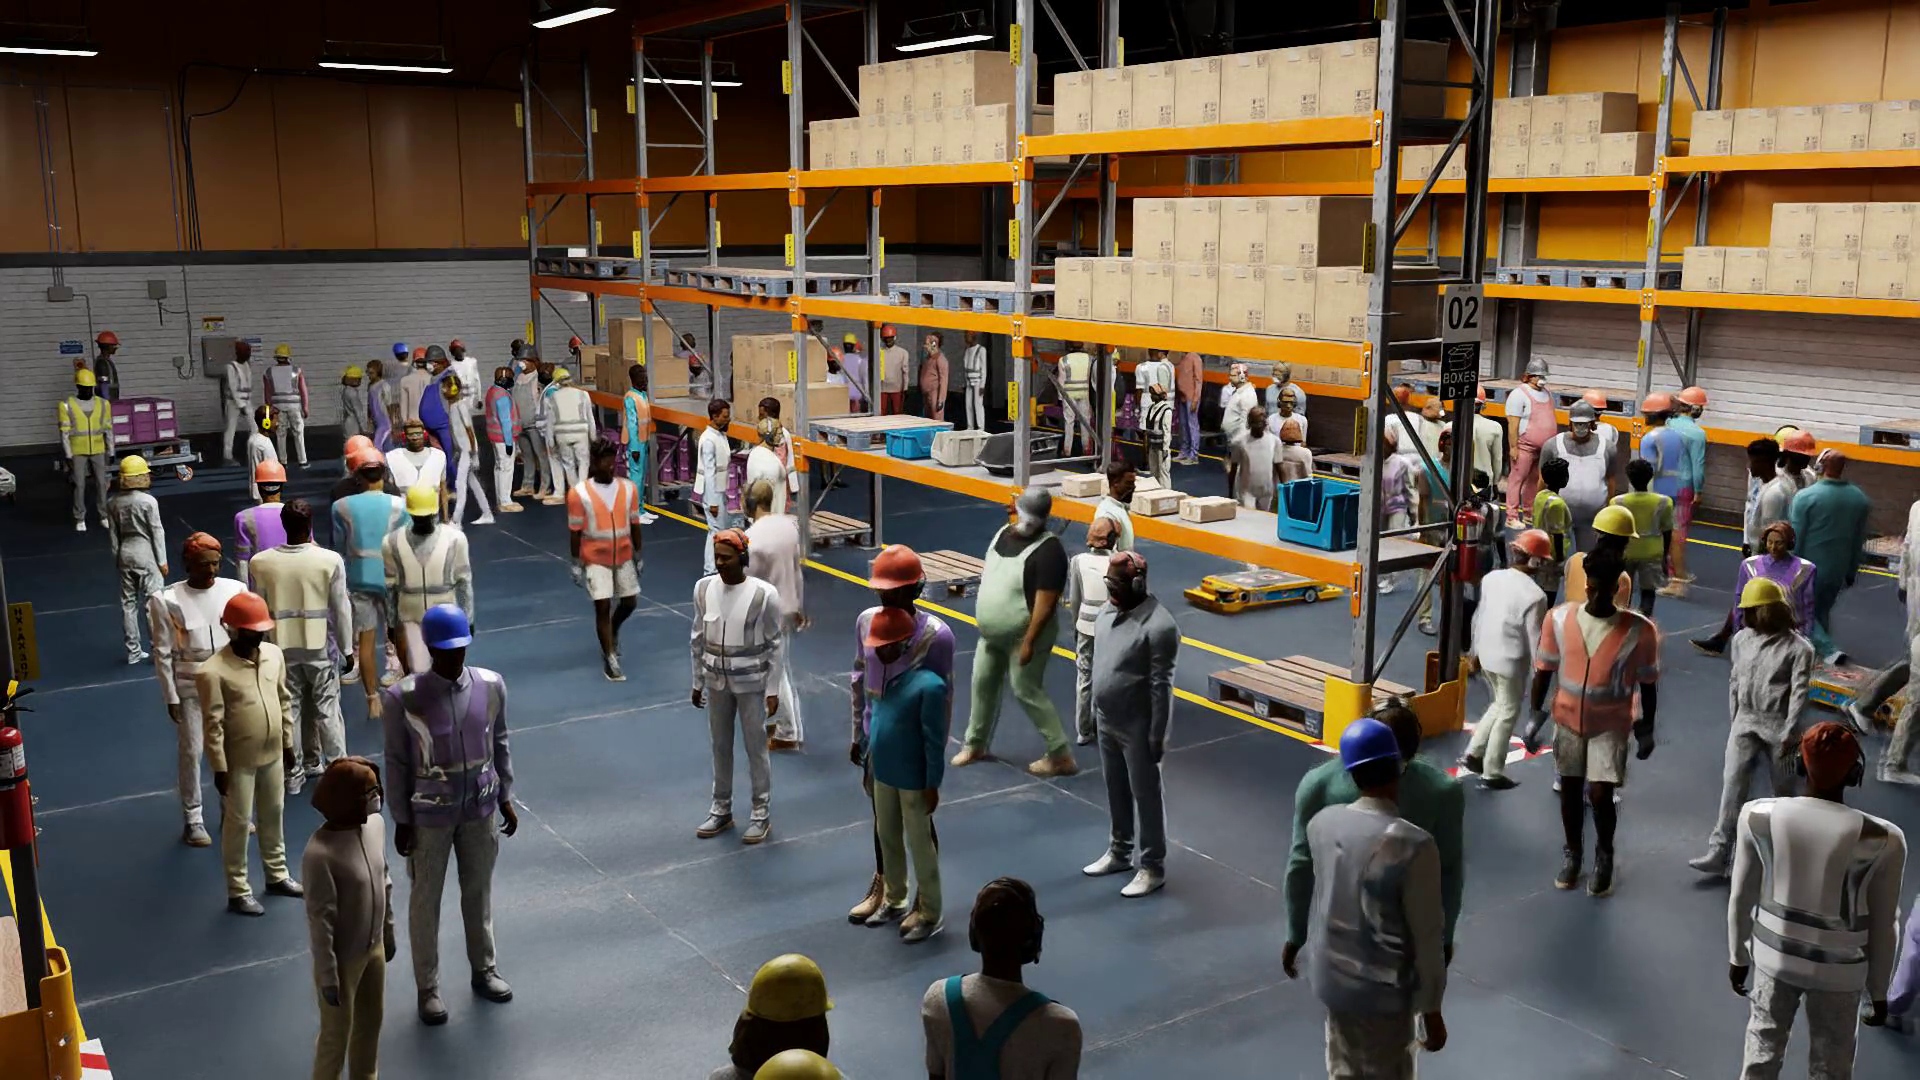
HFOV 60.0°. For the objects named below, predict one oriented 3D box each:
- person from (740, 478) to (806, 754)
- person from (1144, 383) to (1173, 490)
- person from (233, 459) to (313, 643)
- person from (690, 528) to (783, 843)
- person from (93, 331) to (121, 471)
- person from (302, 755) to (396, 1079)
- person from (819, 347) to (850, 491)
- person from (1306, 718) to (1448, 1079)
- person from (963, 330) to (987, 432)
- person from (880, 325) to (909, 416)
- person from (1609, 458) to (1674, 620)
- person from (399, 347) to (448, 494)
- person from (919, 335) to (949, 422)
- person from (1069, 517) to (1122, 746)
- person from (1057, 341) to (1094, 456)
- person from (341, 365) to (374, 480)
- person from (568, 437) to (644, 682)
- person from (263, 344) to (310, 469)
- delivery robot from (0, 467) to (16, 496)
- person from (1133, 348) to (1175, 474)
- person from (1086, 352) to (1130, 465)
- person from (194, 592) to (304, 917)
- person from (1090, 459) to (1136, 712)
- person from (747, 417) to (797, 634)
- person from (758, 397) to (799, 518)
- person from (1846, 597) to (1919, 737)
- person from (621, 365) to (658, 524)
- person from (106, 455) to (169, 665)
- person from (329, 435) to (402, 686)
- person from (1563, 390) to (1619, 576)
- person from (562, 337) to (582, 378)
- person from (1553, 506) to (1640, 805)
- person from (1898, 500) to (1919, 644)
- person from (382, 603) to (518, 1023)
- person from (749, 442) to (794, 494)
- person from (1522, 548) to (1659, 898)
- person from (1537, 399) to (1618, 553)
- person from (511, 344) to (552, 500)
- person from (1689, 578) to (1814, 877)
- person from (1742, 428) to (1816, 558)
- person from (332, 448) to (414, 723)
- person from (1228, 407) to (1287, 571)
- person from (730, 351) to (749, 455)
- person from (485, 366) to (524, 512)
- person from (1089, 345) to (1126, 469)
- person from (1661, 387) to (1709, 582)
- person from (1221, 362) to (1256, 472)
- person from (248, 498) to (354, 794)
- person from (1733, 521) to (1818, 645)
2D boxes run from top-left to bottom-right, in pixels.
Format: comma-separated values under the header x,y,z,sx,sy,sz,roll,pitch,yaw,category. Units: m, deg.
x,y,z,sx,sy,sz,roll,pitch,yaw,category
-1.386,0.521,11.497,0.679,1.912,0.660,4,12,21,person
2.480,-1.142,20.746,0.314,1.632,0.516,-5,12,-23,person
-5.054,0.362,12.304,0.549,1.925,0.384,-7,13,-31,person
-1.333,0.858,9.864,0.584,1.882,0.345,4,12,20,person
-12.367,-2.019,24.217,0.407,2.032,0.619,-4,12,-20,person
-2.388,1.634,6.566,0.282,1.629,0.504,3,11,13,person
-1.705,-1.642,22.518,0.361,1.940,0.543,7,13,32,person
1.514,1.602,6.012,0.478,1.899,0.647,-4,12,-21,person
0.231,-2.571,27.442,0.378,1.880,0.588,-7,13,-34,person
-1.107,-2.378,26.136,0.610,1.996,0.378,2,11,9,person
5.768,0.130,14.150,0.530,1.665,0.761,5,12,23,person
-7.028,-1.533,21.852,0.617,1.986,0.411,-3,11,-15,person
-0.423,-2.162,25.261,0.403,1.906,0.651,-5,12,-24,person
0.989,0.650,11.557,0.514,1.639,0.310,8,14,35,person
1.794,-2.218,25.716,0.626,1.844,0.429,-2,11,-10,person
-7.995,-1.485,22.306,0.775,1.723,0.494,-6,12,-27,person
-2.855,0.127,13.426,0.626,1.949,0.708,-7,13,-33,person
-9.835,-1.942,24.323,0.586,1.835,0.403,-2,11,-10,person
-12.438,-0.783,21.433,0.477,0.478,0.707,-9,14,-40,delivery robot
2.789,-1.930,23.922,0.611,1.962,0.364,-3,11,-14,person
2.195,-1.979,24.822,0.882,1.710,0.534,-7,13,-32,person
-3.759,1.126,8.861,0.354,1.741,0.567,5,12,23,person
1.126,0.341,12.426,0.379,1.916,0.591,2,11,10,person
-1.691,-0.133,14.790,0.359,1.938,0.635,-5,12,-22,person
-1.825,-0.480,16.667,0.404,1.906,0.598,-3,11,-14,person
6.839,0.520,11.654,0.988,1.869,0.623,10,15,41,person
-3.894,-1.162,20.109,0.381,1.918,0.596,0,11,1,person
-6.774,0.166,13.763,0.483,1.745,0.304,3,11,13,person
-4.684,0.163,13.133,0.620,1.995,0.372,2,11,9,person
6.429,-0.568,17.026,0.545,1.938,0.356,-5,12,-25,person
-6.167,-2.389,26.815,0.563,1.752,0.326,-10,15,-43,person
4.014,0.726,10.470,0.394,1.913,0.591,-3,11,-15,person
7.305,0.350,12.451,0.401,1.895,0.653,-4,12,-20,person
-2.358,1.241,7.735,0.602,1.949,0.391,-9,14,-38,person
-2.524,-1.521,22.148,0.995,1.848,0.660,9,14,38,person
3.422,0.989,9.035,0.618,1.944,0.504,8,14,37,person
5.678,-0.287,15.319,0.688,2.000,0.536,3,11,14,person
-5.636,-1.550,21.786,0.674,2.000,0.537,8,14,37,person
4.475,1.062,9.314,0.851,1.694,0.493,-9,14,-40,person
7.017,-0.014,14.242,0.587,1.918,0.401,9,14,38,person
-4.356,0.295,12.472,0.623,1.978,1.041,-2,11,-10,person
3.010,-0.433,16.698,0.569,1.785,0.999,-1,11,-5,person
-3.439,-2.129,25.795,0.285,1.633,0.497,-6,12,-27,person
-5.705,-1.259,20.848,0.429,1.832,0.635,-6,12,-27,person
2.136,-2.001,24.094,0.535,2.000,0.681,0,11,-1,person
7.344,-0.564,16.897,0.408,1.987,0.607,-3,11,-15,person
3.876,-1.680,23.368,0.537,1.676,0.646,-4,12,-20,person
-4.195,0.687,10.648,0.600,1.917,0.376,-1,11,-6,person
5.607,0.670,11.481,0.524,1.631,0.319,8,14,35,person
